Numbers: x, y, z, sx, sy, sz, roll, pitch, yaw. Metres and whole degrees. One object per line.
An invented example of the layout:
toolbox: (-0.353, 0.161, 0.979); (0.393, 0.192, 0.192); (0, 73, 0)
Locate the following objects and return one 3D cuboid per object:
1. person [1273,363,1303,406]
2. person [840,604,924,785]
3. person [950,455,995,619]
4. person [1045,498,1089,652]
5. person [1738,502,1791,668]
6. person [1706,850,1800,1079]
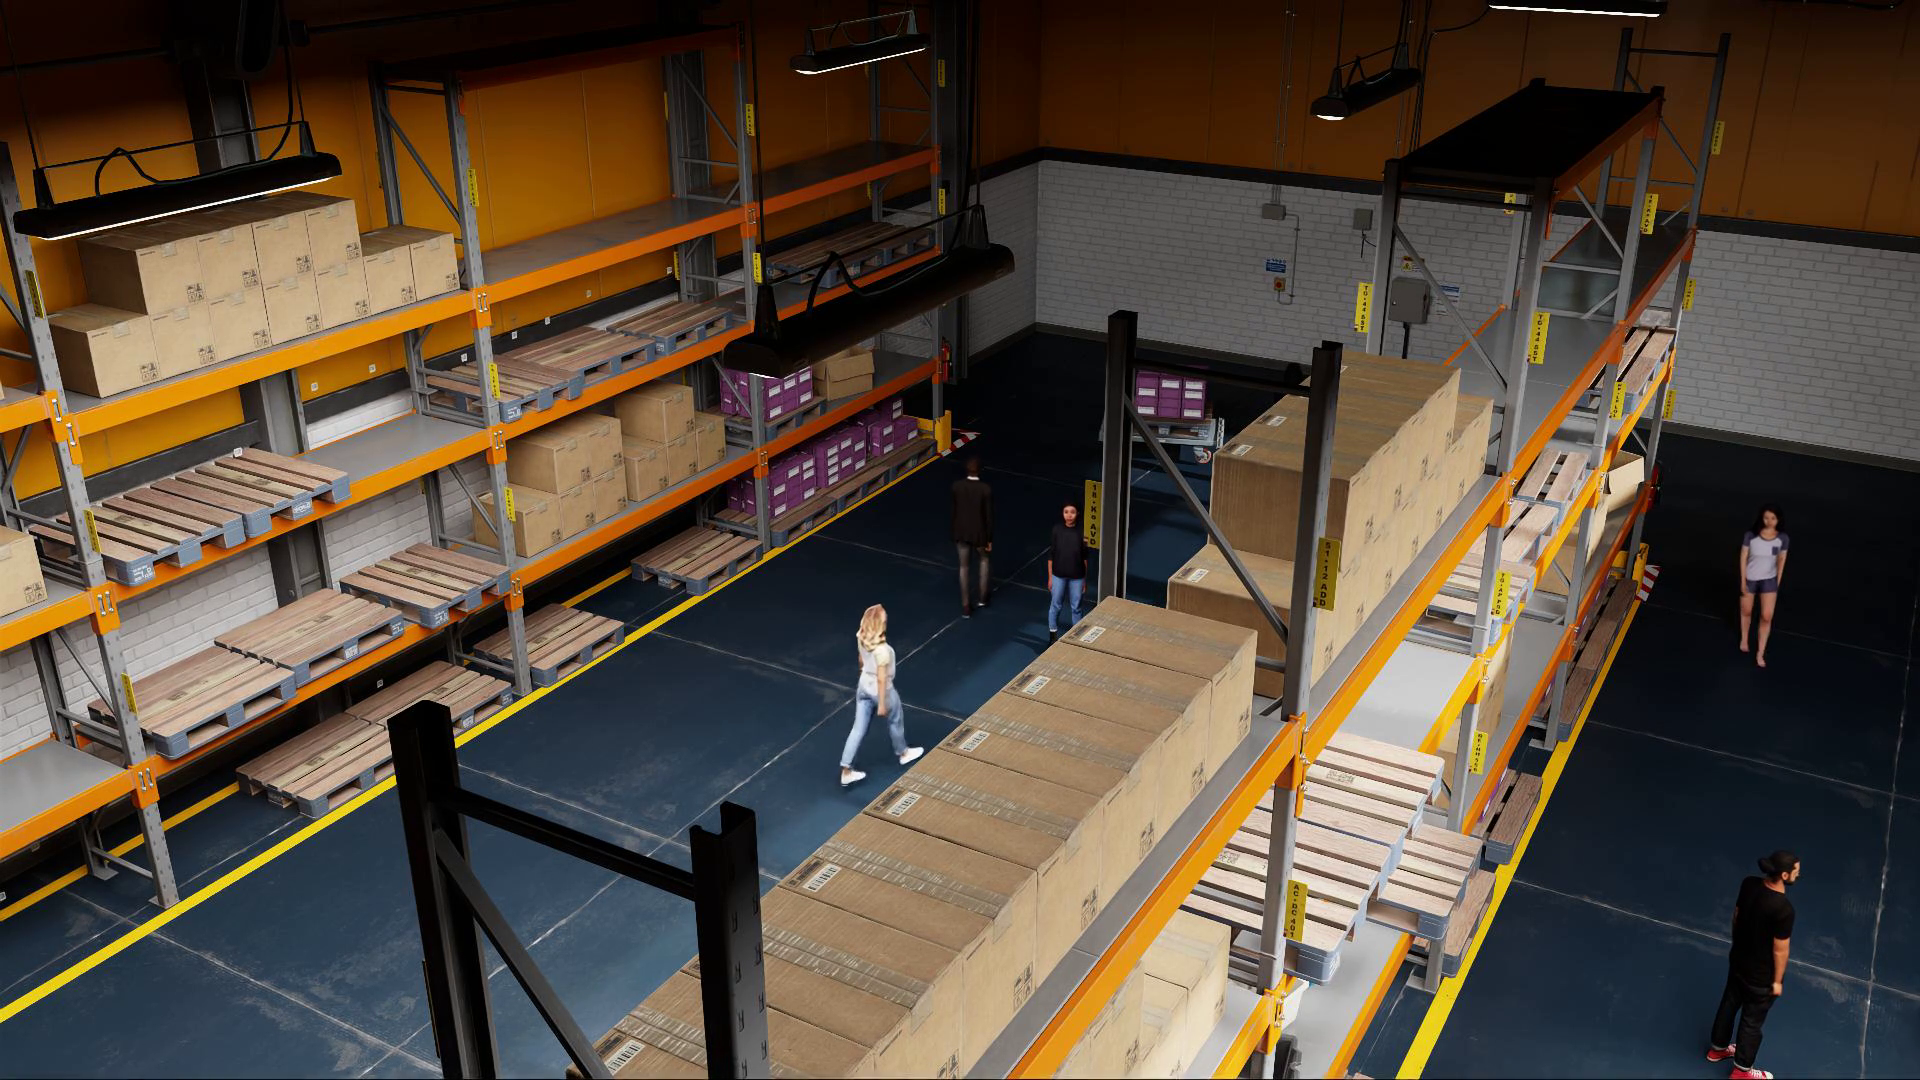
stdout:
person: (4.139, -1.397, 20.929); (0.628, 1.734, 0.542); (10, 26, 22)
person: (-0.821, 1.391, 14.627); (1.218, 1.673, 0.915); (-17, 29, -34)
person: (0.108, -0.007, 17.687); (0.796, 1.783, 0.886); (4, 24, 9)
person: (1.098, 0.372, 16.923); (0.655, 1.701, 0.672); (1, 24, 3)
person: (8.128, 0.376, 16.944); (0.677, 1.678, 0.909); (8, 25, 17)
person: (5.347, 2.851, 11.186); (0.768, 1.755, 0.700); (-5, 24, -12)
